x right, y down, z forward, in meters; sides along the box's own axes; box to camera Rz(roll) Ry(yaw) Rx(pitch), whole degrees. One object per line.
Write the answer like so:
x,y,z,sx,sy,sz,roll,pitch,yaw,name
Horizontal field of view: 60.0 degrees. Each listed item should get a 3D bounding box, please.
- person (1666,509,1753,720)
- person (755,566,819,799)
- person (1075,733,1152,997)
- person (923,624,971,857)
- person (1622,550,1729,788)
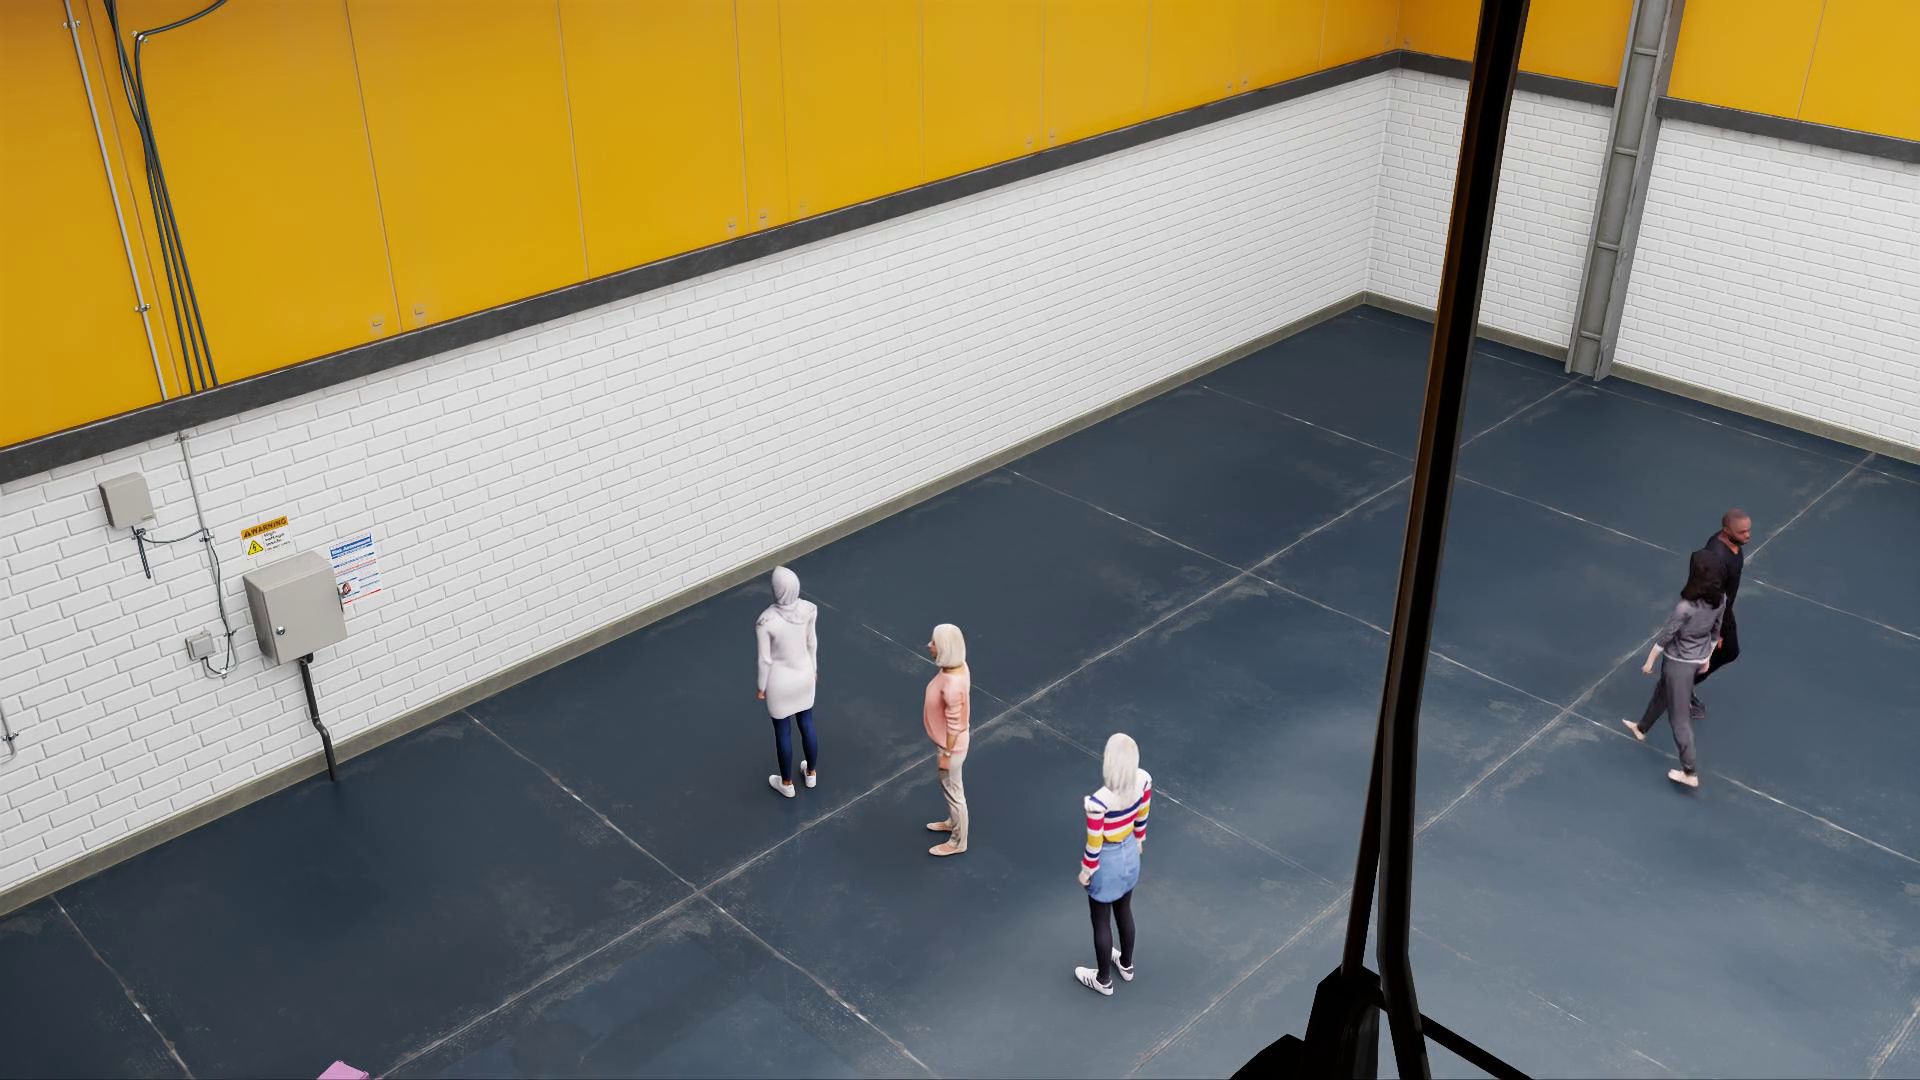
5.397,0.534,12.193,0.684,1.799,0.723,18,33,29,person
-1.168,0.970,11.420,0.656,1.775,0.600,-17,33,-28,person
0.897,1.881,9.715,0.669,1.809,0.529,-22,35,-34,person
-0.065,1.293,10.880,0.739,1.726,0.667,-2,29,-3,person
5.088,0.924,11.567,0.869,1.715,1.163,-12,31,-21,person
